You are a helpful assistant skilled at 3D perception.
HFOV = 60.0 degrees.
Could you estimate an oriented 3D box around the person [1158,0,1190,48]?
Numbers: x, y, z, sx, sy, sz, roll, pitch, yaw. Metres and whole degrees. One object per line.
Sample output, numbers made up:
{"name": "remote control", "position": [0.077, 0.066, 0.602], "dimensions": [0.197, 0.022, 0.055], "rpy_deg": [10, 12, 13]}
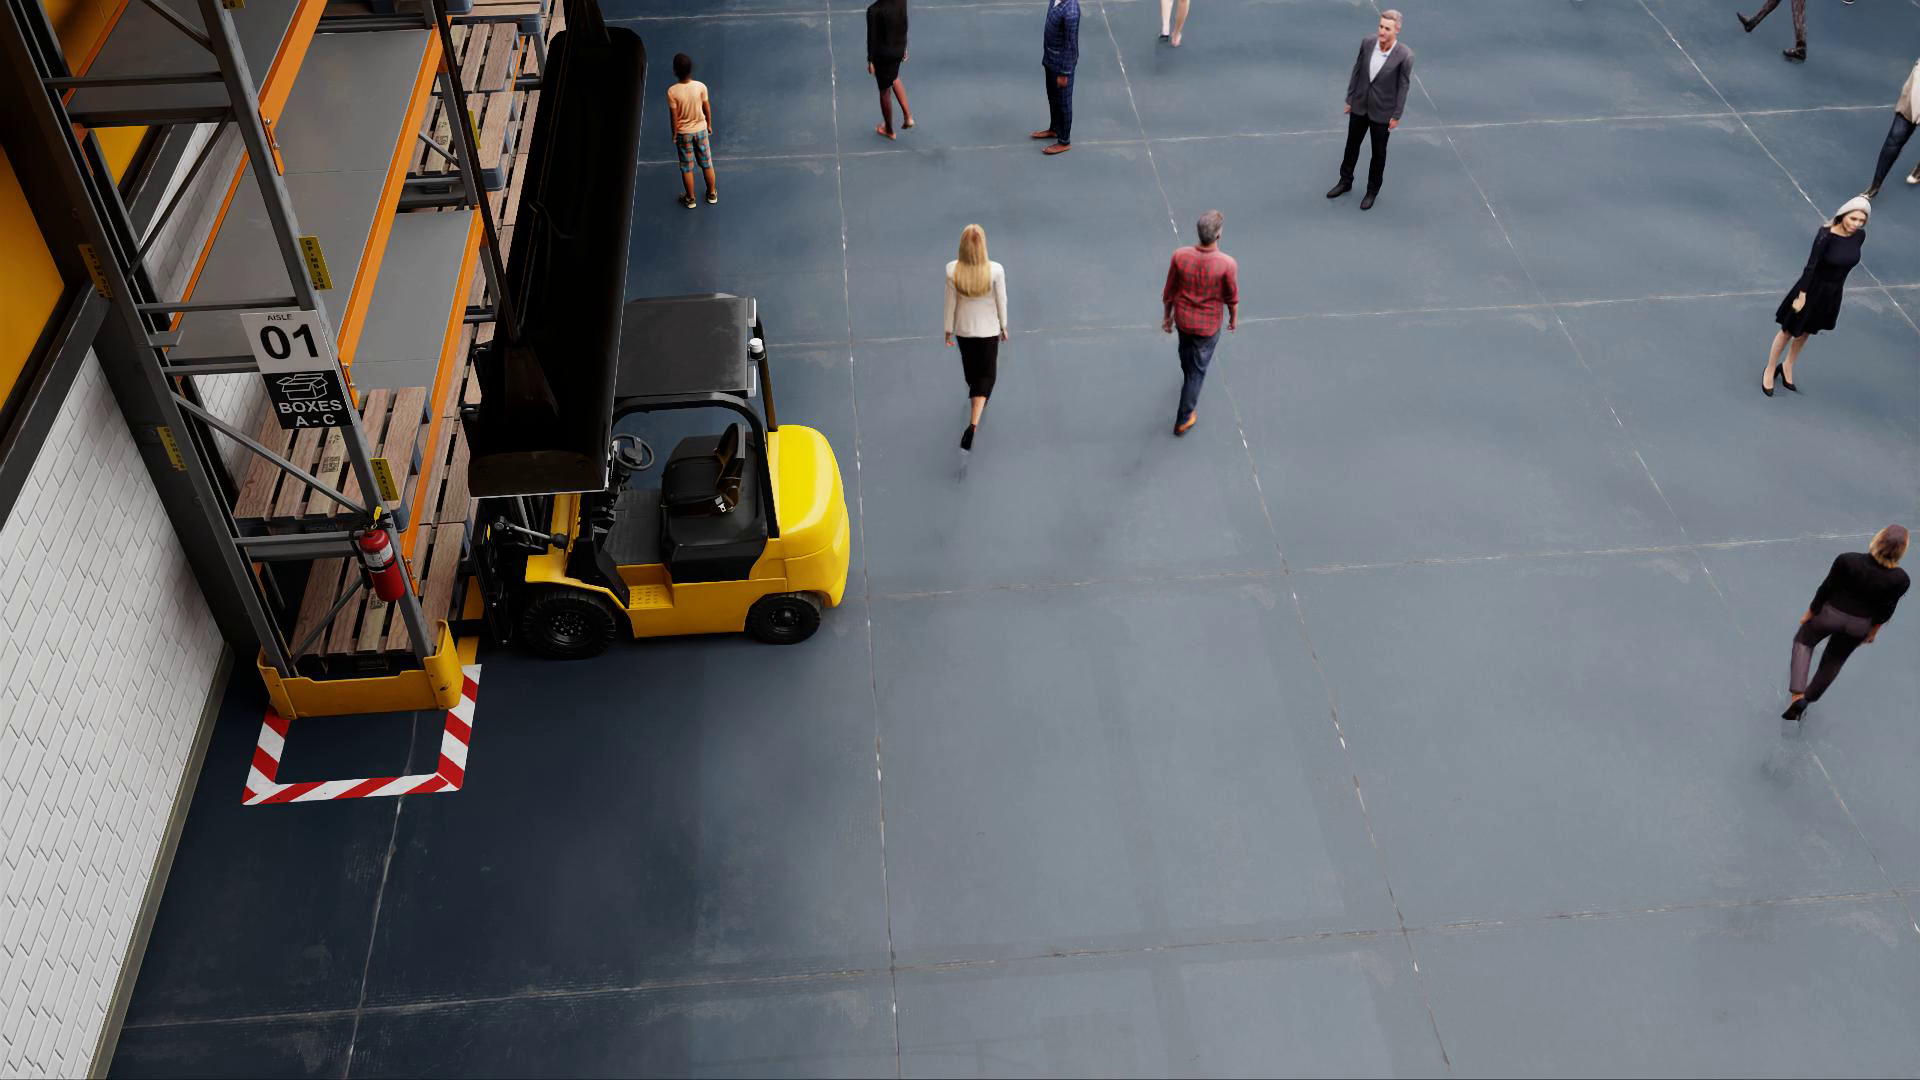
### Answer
{"name": "person", "position": [2.260, -5.894, 16.993], "dimensions": [0.739, 1.820, 0.756], "rpy_deg": [7, 44, 7]}

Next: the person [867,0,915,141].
{"name": "person", "position": [-0.614, -4.526, 15.633], "dimensions": [0.800, 1.713, 0.860], "rpy_deg": [-33, 53, -30]}

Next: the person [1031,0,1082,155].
{"name": "person", "position": [0.935, -4.511, 15.541], "dimensions": [0.775, 1.820, 0.623], "rpy_deg": [-13, 45, -13]}

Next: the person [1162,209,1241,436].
{"name": "person", "position": [1.756, -1.589, 12.490], "dimensions": [1.072, 1.796, 1.222], "rpy_deg": [21, 48, 21]}

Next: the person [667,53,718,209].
{"name": "person", "position": [-2.406, -3.669, 14.917], "dimensions": [0.579, 1.461, 0.577], "rpy_deg": [-16, 46, -17]}

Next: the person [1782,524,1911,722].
{"name": "person", "position": [5.449, 0.583, 10.312], "dimensions": [0.769, 1.656, 0.839], "rpy_deg": [18, 46, 18]}

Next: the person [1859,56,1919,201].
{"name": "person", "position": [8.781, -3.960, 14.945], "dimensions": [1.204, 1.844, 1.213], "rpy_deg": [-33, 53, -30]}

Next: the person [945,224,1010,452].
{"name": "person", "position": [0.118, -1.474, 12.345], "dimensions": [0.847, 1.830, 1.202], "rpy_deg": [8, 44, 8]}

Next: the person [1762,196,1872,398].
{"name": "person", "position": [6.613, -1.886, 12.838], "dimensions": [0.628, 1.747, 0.605], "rpy_deg": [-9, 44, -10]}

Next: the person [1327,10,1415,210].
{"name": "person", "position": [3.694, -3.870, 14.852], "dimensions": [0.795, 1.842, 0.844], "rpy_deg": [28, 50, 26]}

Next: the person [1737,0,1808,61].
{"name": "person", "position": [8.604, -5.699, 16.897], "dimensions": [0.945, 1.668, 1.230], "rpy_deg": [-23, 48, -22]}
